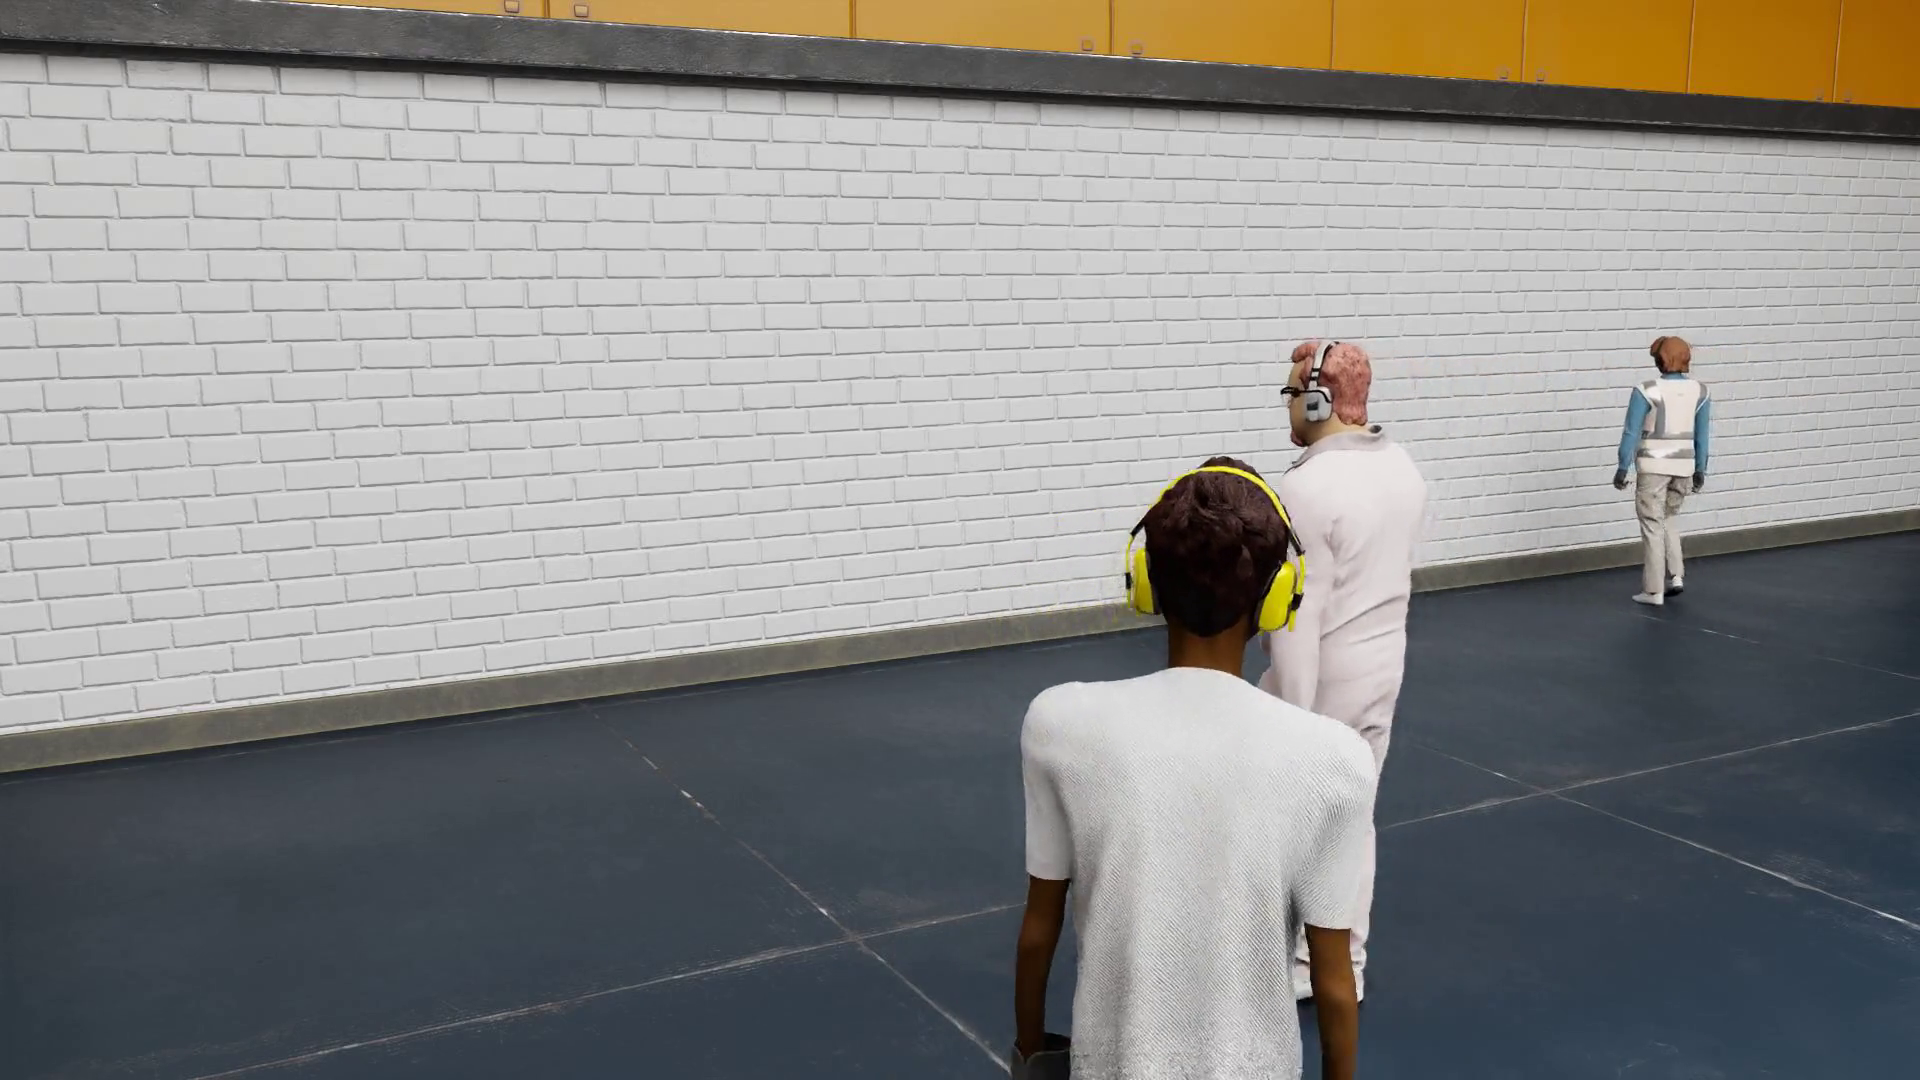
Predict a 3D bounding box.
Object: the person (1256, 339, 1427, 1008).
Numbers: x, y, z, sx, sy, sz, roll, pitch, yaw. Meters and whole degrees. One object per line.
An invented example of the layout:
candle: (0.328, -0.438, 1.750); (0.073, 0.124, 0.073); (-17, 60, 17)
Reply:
person: (1.001, 0.394, 4.612); (0.654, 1.892, 0.437); (-9, 14, -43)

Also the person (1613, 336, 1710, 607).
person: (4.198, -0.409, 9.996); (0.520, 1.628, 0.399); (-3, 10, -15)

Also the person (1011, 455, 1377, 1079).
person: (0.293, 0.814, 2.309); (0.520, 1.852, 0.745); (2, 10, 10)
